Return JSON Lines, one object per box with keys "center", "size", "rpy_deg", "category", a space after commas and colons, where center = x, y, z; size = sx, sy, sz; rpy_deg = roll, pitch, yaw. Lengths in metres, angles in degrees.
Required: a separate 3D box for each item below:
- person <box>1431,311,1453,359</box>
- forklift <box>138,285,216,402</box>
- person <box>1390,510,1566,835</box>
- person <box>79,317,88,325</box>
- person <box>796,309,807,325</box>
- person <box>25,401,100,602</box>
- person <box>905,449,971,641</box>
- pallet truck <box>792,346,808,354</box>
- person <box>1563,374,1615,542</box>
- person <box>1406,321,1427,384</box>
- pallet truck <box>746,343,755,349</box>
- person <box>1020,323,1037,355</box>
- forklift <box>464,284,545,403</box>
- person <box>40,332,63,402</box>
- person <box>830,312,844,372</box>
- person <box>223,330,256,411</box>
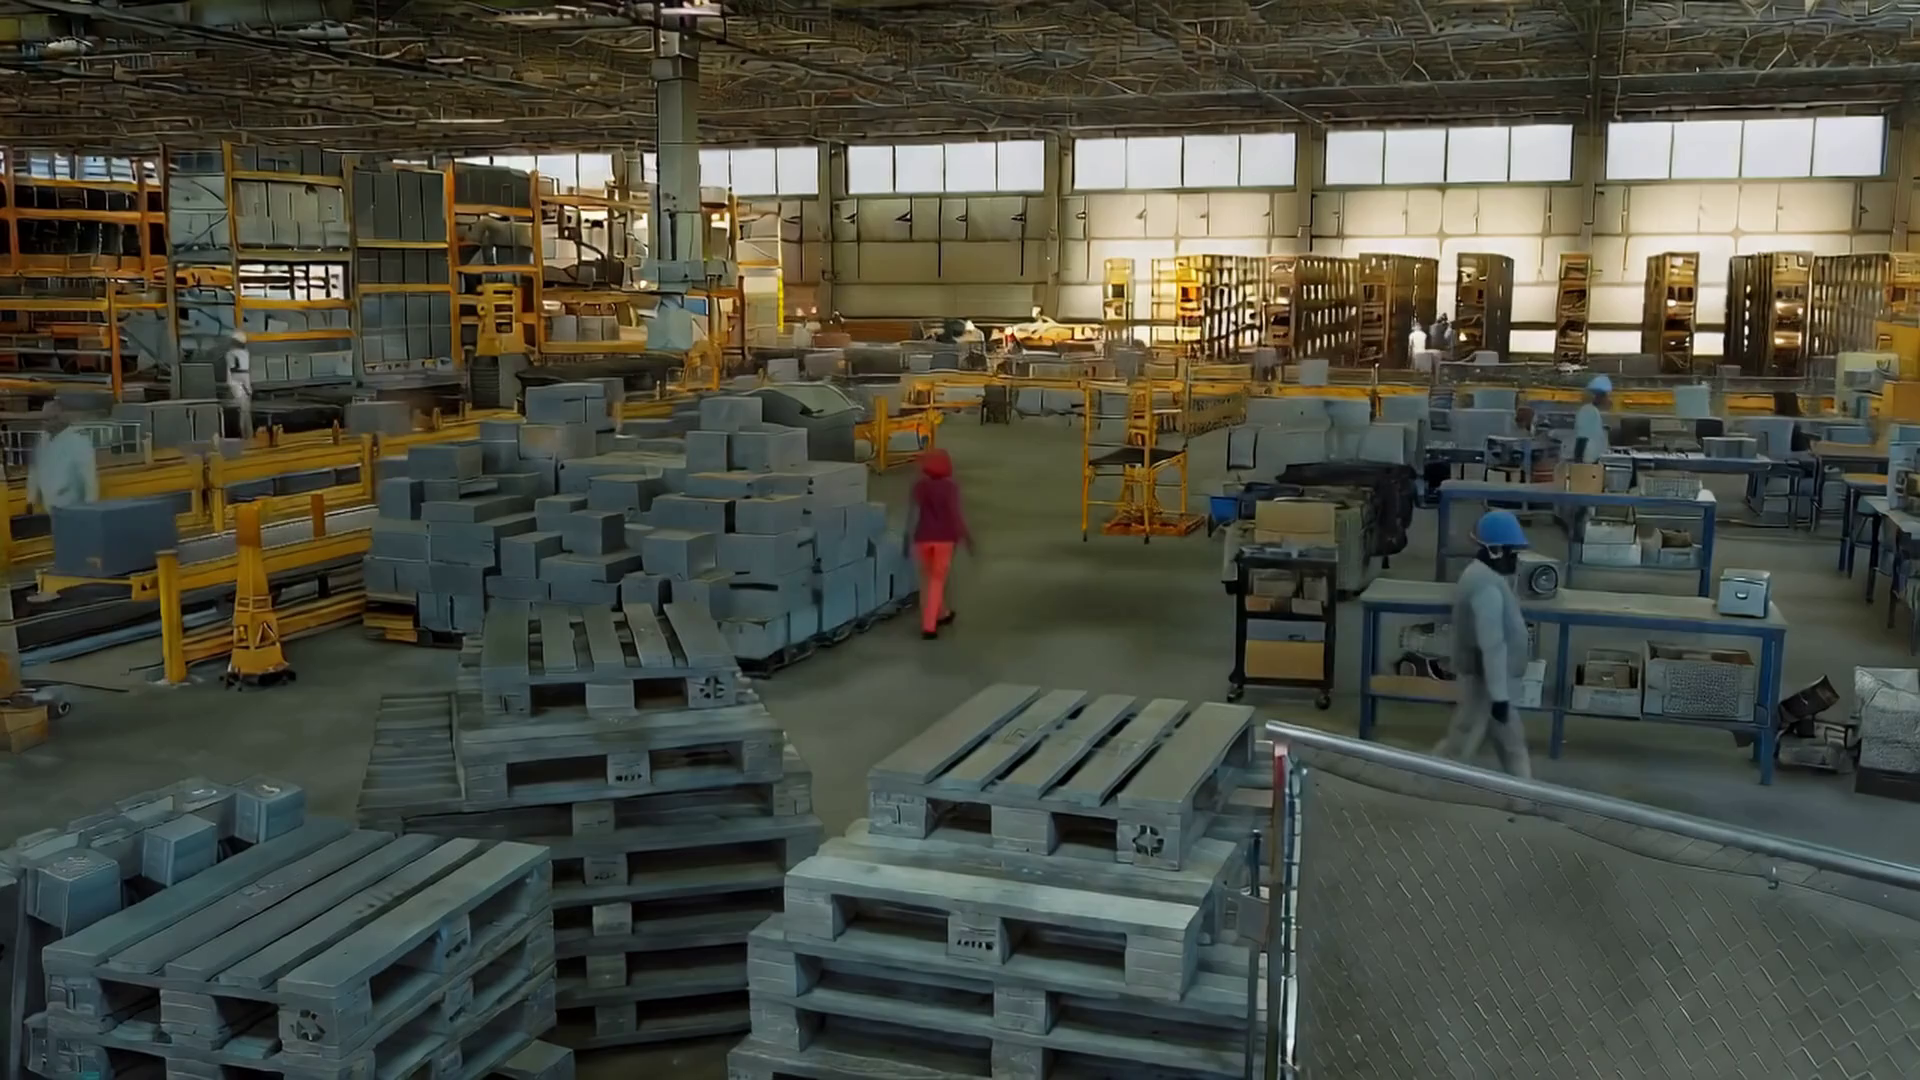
{"center": [14.053, -5.673, 48.520], "size": [0.629, 1.993, 1.064], "rpy_deg": [3, 10, 21], "category": "person"}
{"center": [-17.480, -4.200, 36.461], "size": [1.873, 2.768, 1.129], "rpy_deg": [3, 10, 19], "category": "forklift"}
{"center": [2.802, 0.722, 8.979], "size": [0.920, 1.793, 0.606], "rpy_deg": [3, 9, 16], "category": "person"}
{"center": [-25.615, -5.613, 48.650], "size": [0.654, 1.820, 0.594], "rpy_deg": [5, 10, 27], "category": "person"}
{"center": [-6.241, -8.242, 65.501], "size": [0.597, 1.713, 0.771], "rpy_deg": [-7, 11, -37], "category": "person"}
{"center": [-8.529, -0.400, 15.829], "size": [0.655, 1.862, 1.009], "rpy_deg": [4, 10, 21], "category": "person"}
{"center": [-0.181, 0.026, 13.982], "size": [0.528, 1.583, 0.883], "rpy_deg": [4, 10, 24], "category": "person"}
{"center": [-3.705, -4.298, 42.022], "size": [0.653, 1.274, 1.630], "rpy_deg": [3, 10, 20], "category": "pallet truck"}
{"center": [7.162, -0.915, 18.862], "size": [0.572, 1.908, 0.583], "rpy_deg": [5, 10, 30], "category": "person"}
{"center": [11.854, -4.750, 43.151], "size": [0.570, 1.843, 0.372], "rpy_deg": [-5, 10, -27], "category": "person"}
{"center": [-6.183, -4.618, 44.264], "size": [1.601, 1.201, 0.680], "rpy_deg": [-9, 12, -43], "category": "pallet truck"}
{"center": [1.806, -4.888, 44.234], "size": [0.952, 1.780, 0.615], "rpy_deg": [8, 12, 39], "category": "person"}
{"center": [-10.832, -4.702, 39.610], "size": [1.129, 2.768, 1.873], "rpy_deg": [3, 10, 20], "category": "forklift"}
{"center": [-18.413, -3.236, 33.561], "size": [0.951, 1.880, 0.538], "rpy_deg": [8, 12, 42], "category": "person"}
{"center": [-3.802, -6.223, 52.259], "size": [0.462, 1.892, 0.658], "rpy_deg": [-6, 11, -34], "category": "person"}
{"center": [-13.515, -2.951, 31.383], "size": [1.024, 1.990, 0.629], "rpy_deg": [4, 10, 23], "category": "person"}
